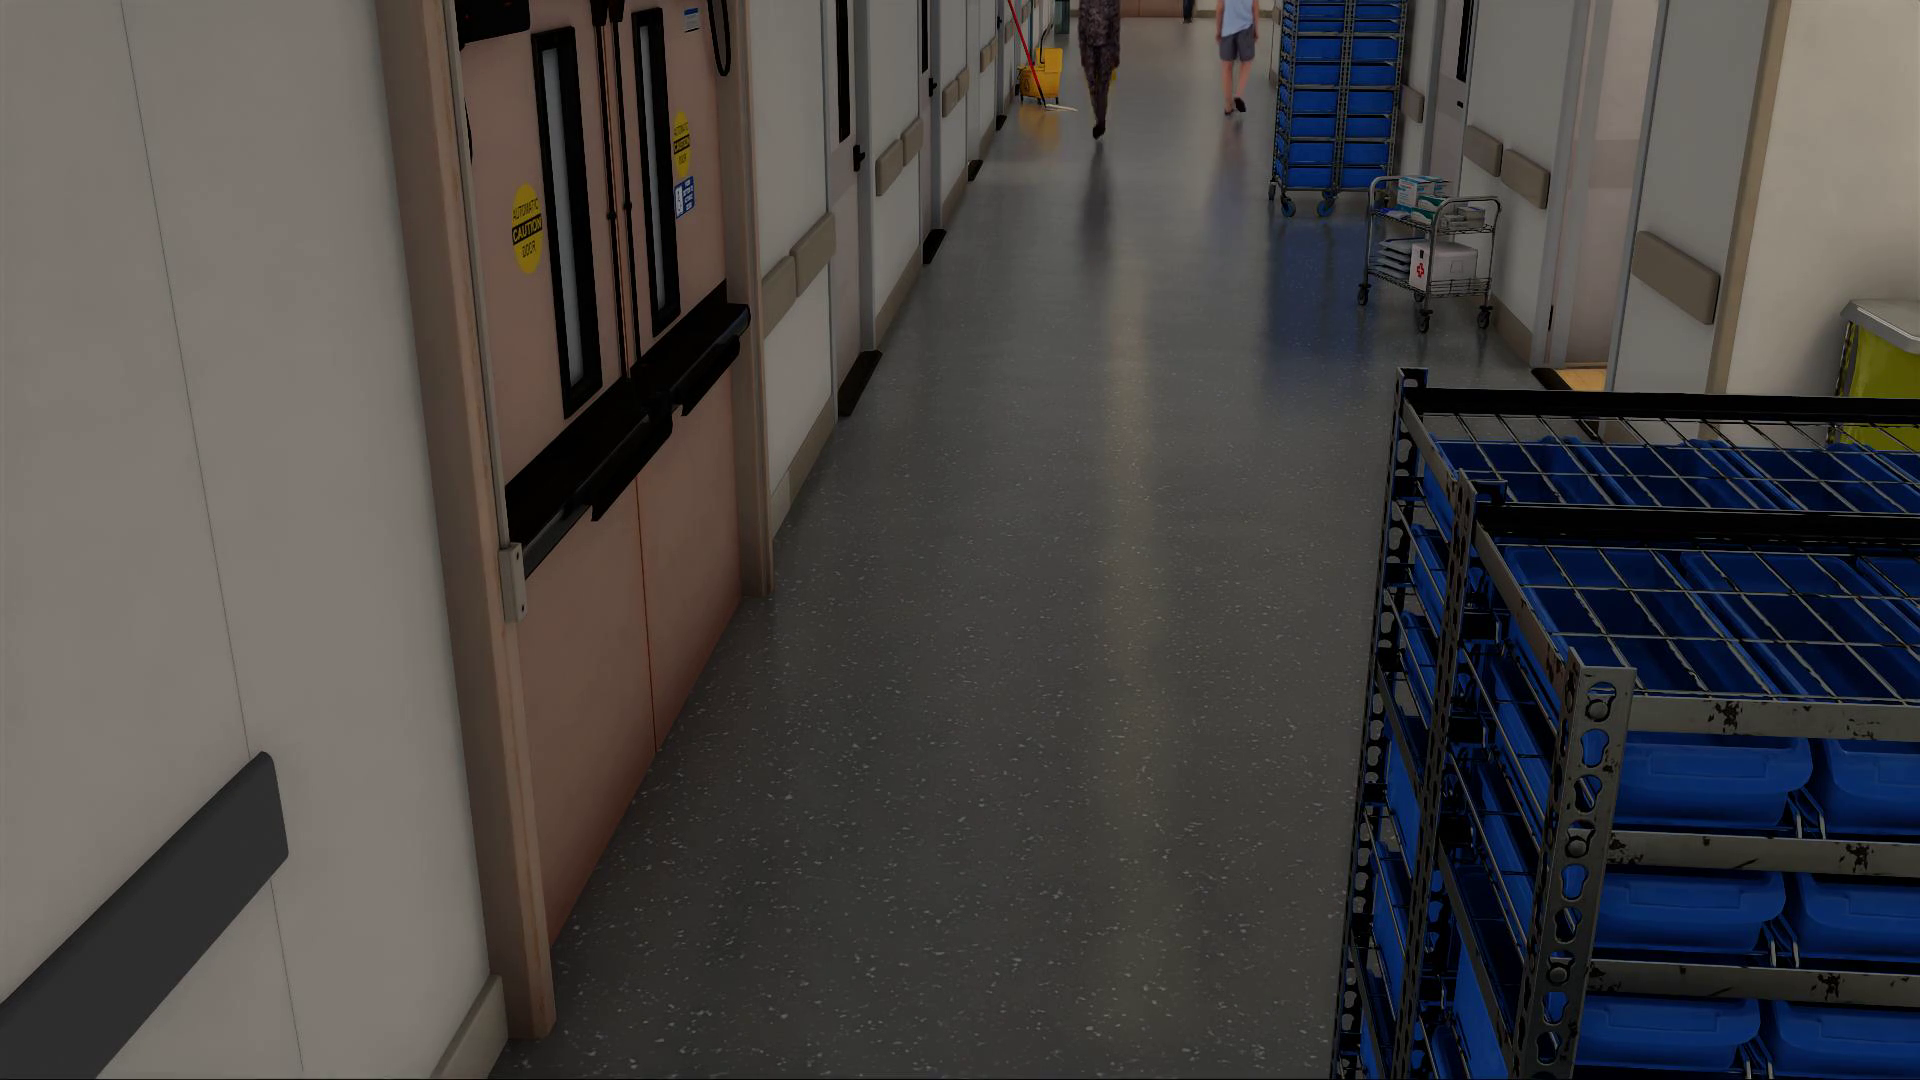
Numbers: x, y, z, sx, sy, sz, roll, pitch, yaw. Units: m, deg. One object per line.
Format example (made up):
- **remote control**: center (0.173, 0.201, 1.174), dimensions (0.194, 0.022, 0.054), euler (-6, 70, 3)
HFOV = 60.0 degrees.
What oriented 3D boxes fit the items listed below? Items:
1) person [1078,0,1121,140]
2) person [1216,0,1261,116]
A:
- **person**: center (1.426, -4.946, 17.046), dimensions (0.712, 1.666, 1.193), euler (4, 21, 12)
- **person**: center (3.183, -5.832, 19.161), dimensions (0.711, 1.825, 0.754), euler (5, 21, 13)
